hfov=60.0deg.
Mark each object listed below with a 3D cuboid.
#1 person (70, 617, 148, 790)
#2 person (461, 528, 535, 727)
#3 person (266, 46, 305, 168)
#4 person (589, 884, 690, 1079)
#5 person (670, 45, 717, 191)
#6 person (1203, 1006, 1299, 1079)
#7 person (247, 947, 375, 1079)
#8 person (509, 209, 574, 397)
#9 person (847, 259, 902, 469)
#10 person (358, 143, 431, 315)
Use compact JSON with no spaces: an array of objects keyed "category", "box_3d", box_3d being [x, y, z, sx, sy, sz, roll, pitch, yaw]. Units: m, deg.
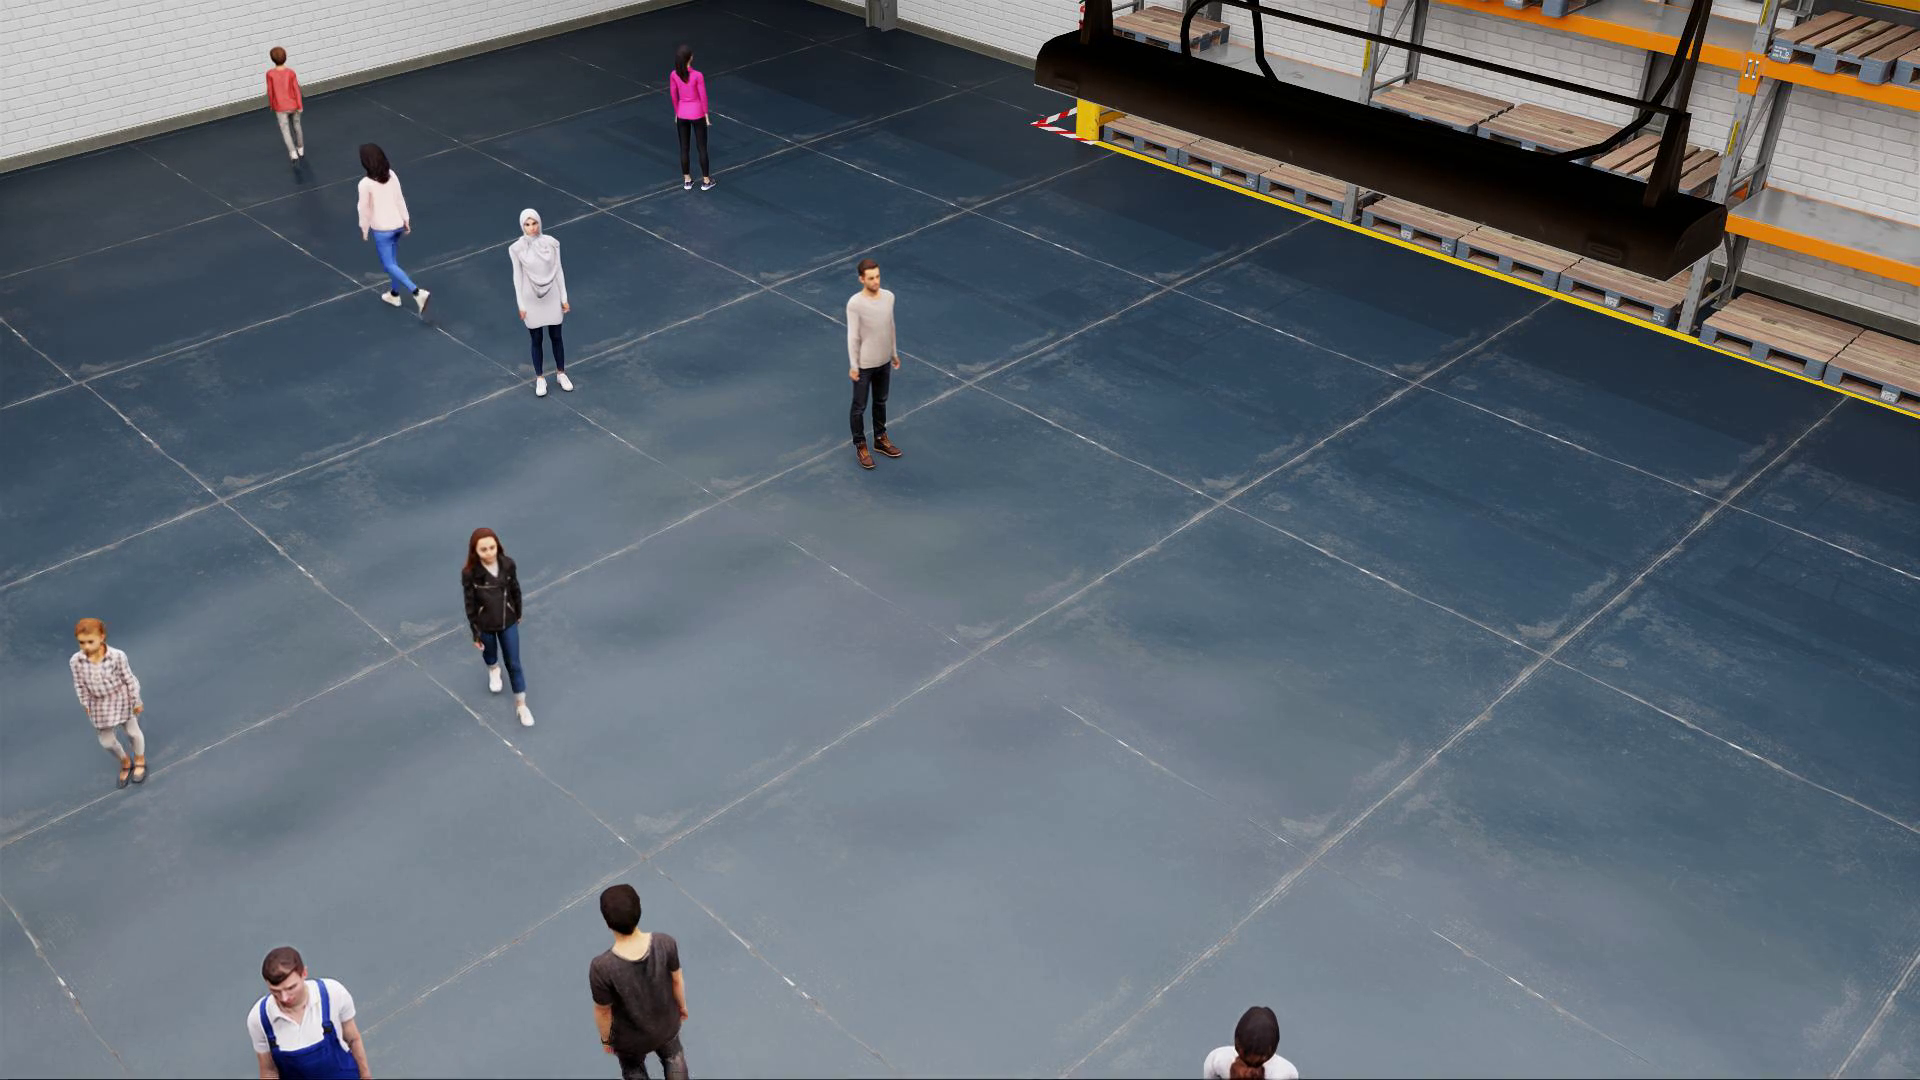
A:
[{"category":"person","box_3d":[-5.527,1.005,10.868,0.640,1.303,0.676,-6,34,-10]},{"category":"person","box_3d":[-3.233,0.528,11.458,0.766,1.446,1.053,-16,37,-22]},{"category":"person","box_3d":[-8.183,-5.256,20.199,0.695,1.402,0.975,-17,37,-23]},{"category":"person","box_3d":[-1.570,2.432,8.363,0.792,1.700,0.972,-16,37,-22]},{"category":"person","box_3d":[-3.154,-4.945,19.464,0.639,1.698,0.730,7,34,10]},{"category":"person","box_3d":[1.322,2.800,7.792,0.642,1.719,0.727,4,34,6]},{"category":"person","box_3d":[-3.054,2.605,7.970,0.707,1.848,0.691,-14,36,-20]},{"category":"person","box_3d":[-3.838,-2.192,15.252,0.680,1.775,0.656,-13,36,-19]},{"category":"person","box_3d":[-0.753,-1.533,14.176,0.670,1.868,0.590,-25,41,-32]},{"category":"person","box_3d":[-5.657,-3.066,16.597,1.098,1.742,0.767,21,39,29]}]
